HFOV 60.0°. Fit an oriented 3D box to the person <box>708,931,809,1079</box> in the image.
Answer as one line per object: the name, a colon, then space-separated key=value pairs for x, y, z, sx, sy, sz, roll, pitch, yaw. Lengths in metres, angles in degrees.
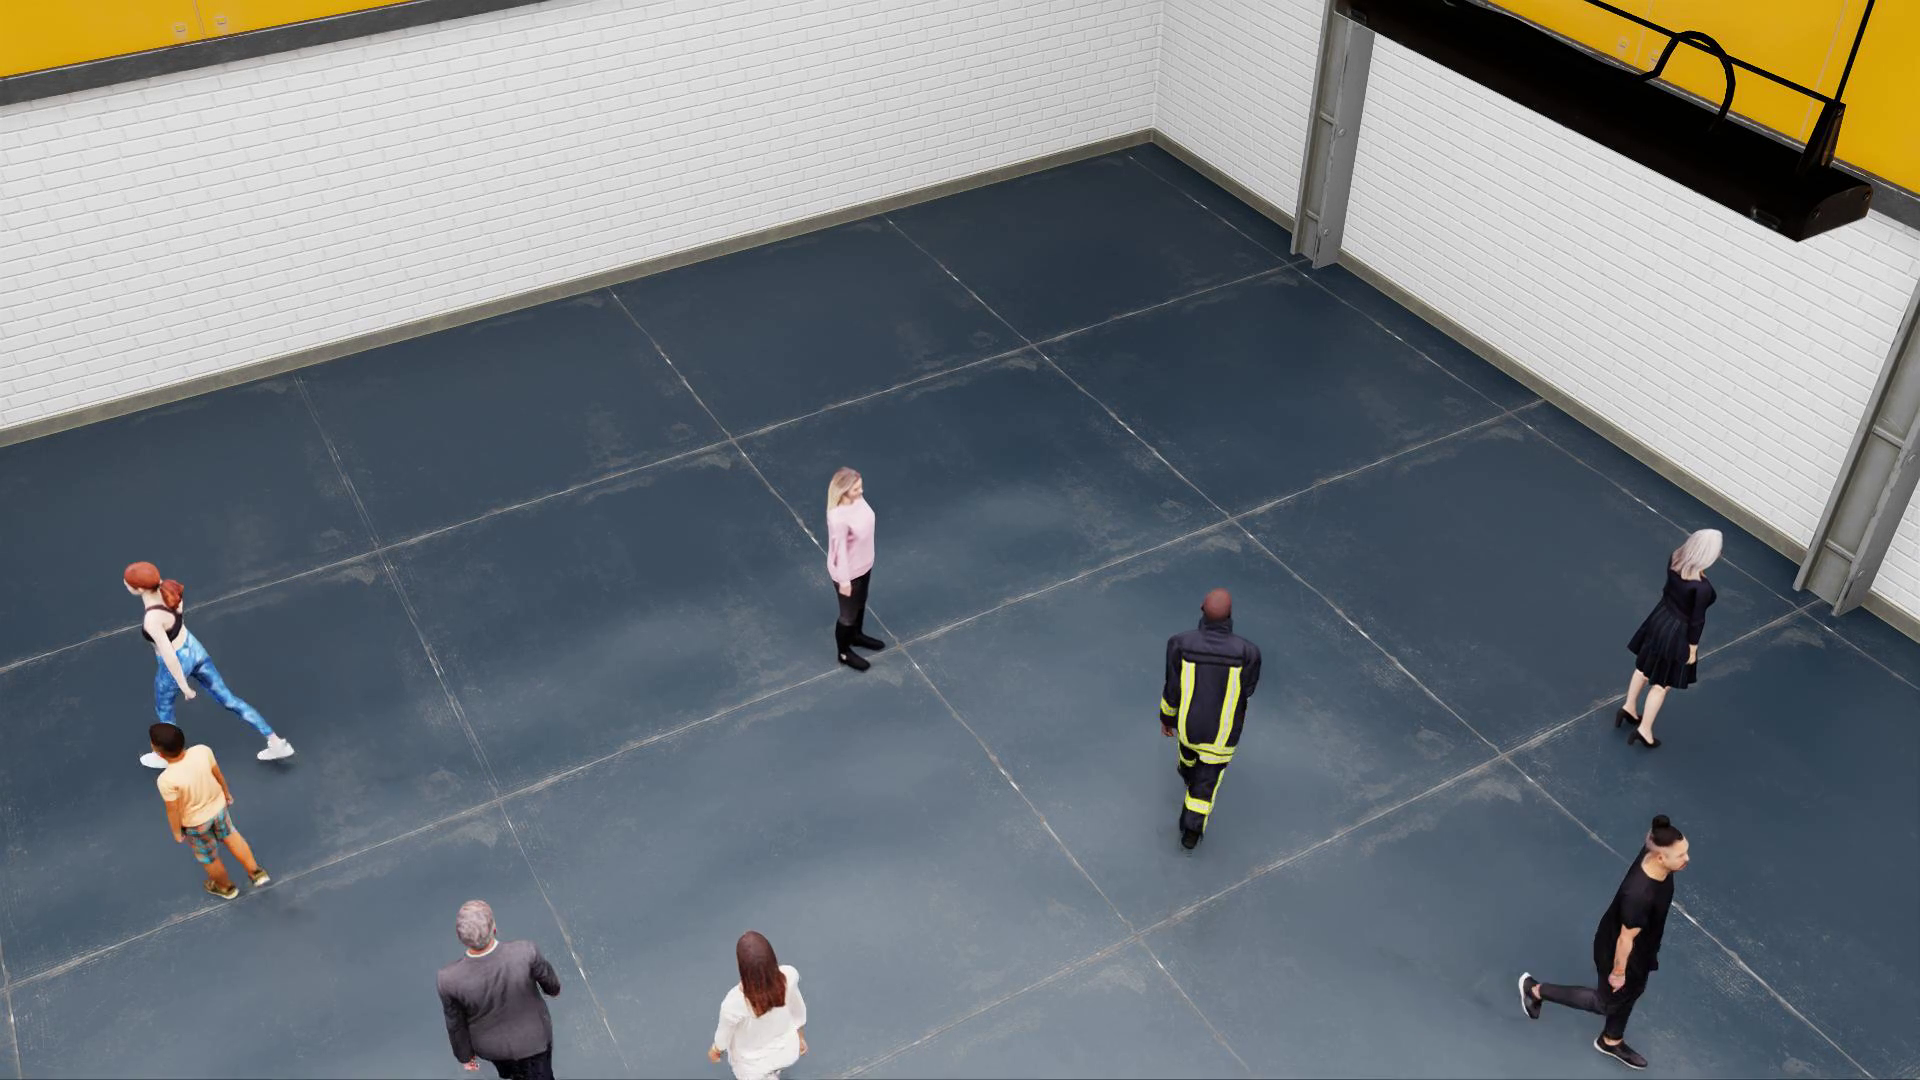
person: x=-0.940 y=2.640 z=8.407 sx=0.762 sy=1.653 sz=1.070 roll=-31 pitch=48 yaw=-33

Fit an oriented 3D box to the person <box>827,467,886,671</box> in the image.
person: x=-0.768 y=0.172 z=11.472 sx=0.742 sy=1.684 sz=0.690 roll=11 pitch=40 yaw=14

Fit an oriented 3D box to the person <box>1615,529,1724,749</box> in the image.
person: x=4.644 y=0.630 z=10.853 sx=0.750 sy=1.742 sz=0.623 roll=-6 pitch=39 yaw=-7

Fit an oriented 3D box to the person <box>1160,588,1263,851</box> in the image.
person: x=1.524 y=1.113 z=10.215 sx=1.195 sy=1.783 sz=1.226 roll=11 pitch=40 yaw=13

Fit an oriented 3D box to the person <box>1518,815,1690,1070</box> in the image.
person: x=3.501 y=2.118 z=8.905 sx=1.107 sy=1.848 sz=0.912 roll=25 pitch=45 yaw=28

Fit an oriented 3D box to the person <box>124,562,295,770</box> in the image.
person: x=-4.837 y=0.832 z=10.603 sx=1.128 sy=1.738 sz=1.208 roll=3 pitch=39 yaw=4

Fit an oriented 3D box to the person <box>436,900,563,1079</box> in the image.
person: x=-2.256 y=2.551 z=8.411 sx=0.929 sy=1.787 sz=1.301 roll=-10 pitch=40 yaw=-12

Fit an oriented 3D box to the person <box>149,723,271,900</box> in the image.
person: x=-4.432 y=1.628 z=9.833 sx=0.814 sy=1.453 sz=0.724 roll=19 pitch=42 yaw=22
